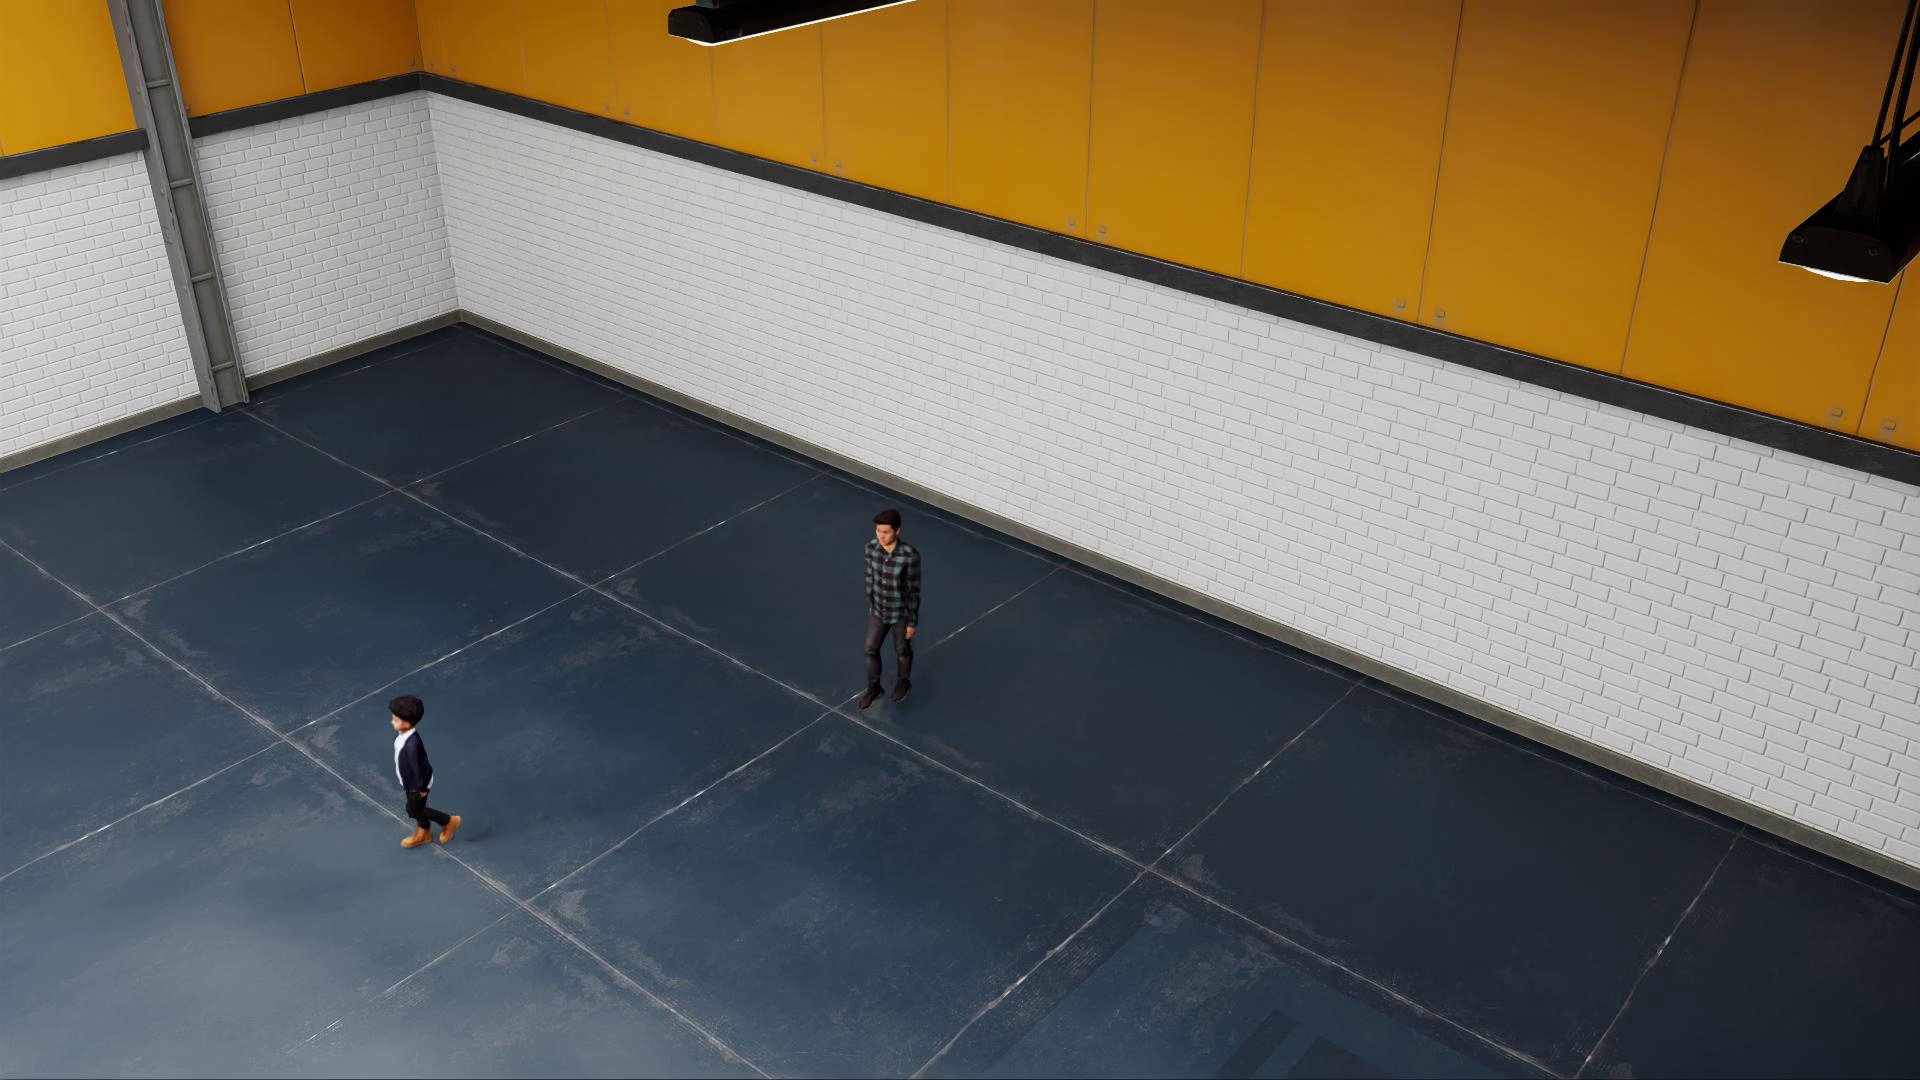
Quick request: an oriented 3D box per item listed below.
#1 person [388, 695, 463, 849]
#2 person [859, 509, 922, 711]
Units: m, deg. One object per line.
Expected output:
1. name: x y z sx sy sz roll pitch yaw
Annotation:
1. person: -3.693 1.591 11.415 0.744 1.217 0.655 -11 30 -19
2. person: -0.491 0.480 12.814 0.795 1.700 0.827 11 30 19
